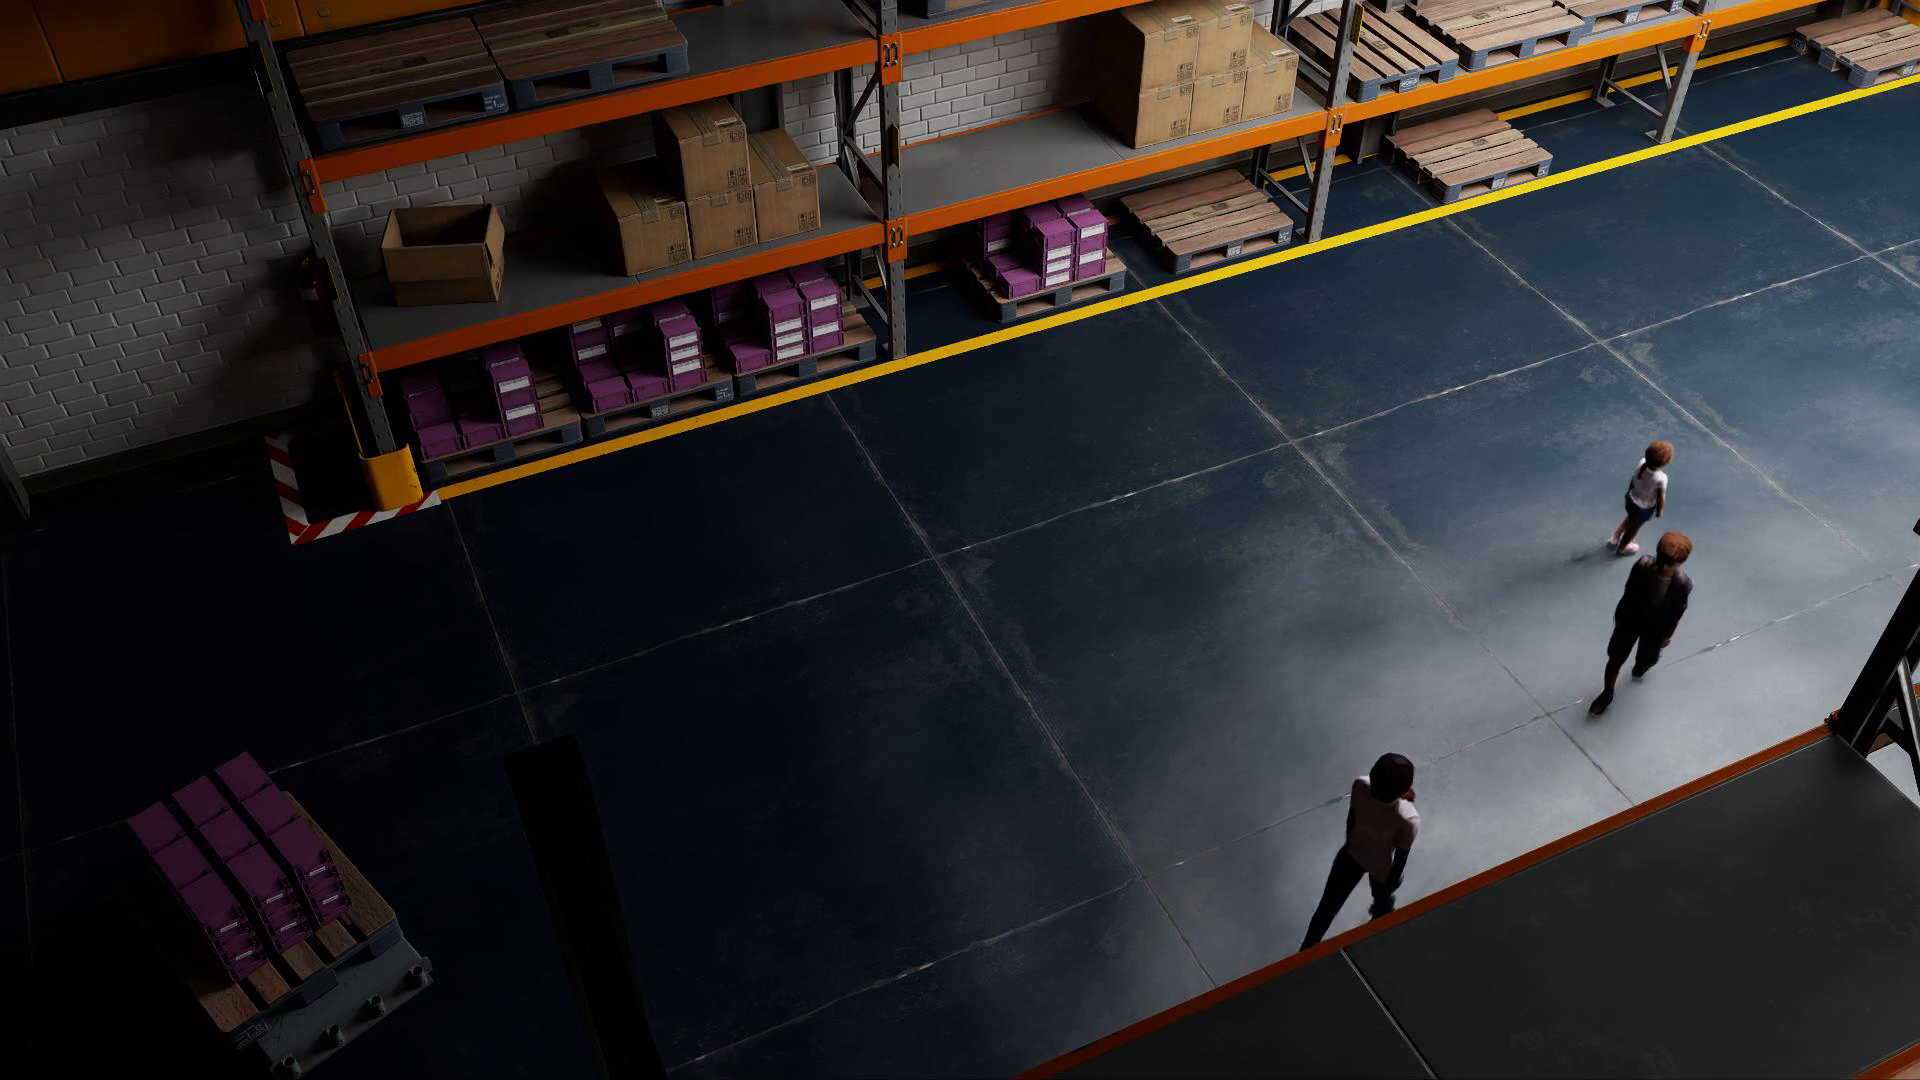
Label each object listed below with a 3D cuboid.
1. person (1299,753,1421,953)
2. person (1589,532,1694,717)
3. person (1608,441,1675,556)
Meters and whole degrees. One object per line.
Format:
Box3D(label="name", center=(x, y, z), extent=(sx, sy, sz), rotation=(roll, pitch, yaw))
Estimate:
Box3D(label="person", center=(2.267, 1.709, 8.935), extent=(1.197, 1.675, 0.841), rotation=(-34, 53, -30))
Box3D(label="person", center=(4.301, 0.491, 10.391), extent=(0.747, 1.430, 0.914), rotation=(30, 51, 28))
Box3D(label="person", center=(4.682, -0.273, 11.494), extent=(0.452, 1.014, 0.445), rotation=(-13, 45, -13))
